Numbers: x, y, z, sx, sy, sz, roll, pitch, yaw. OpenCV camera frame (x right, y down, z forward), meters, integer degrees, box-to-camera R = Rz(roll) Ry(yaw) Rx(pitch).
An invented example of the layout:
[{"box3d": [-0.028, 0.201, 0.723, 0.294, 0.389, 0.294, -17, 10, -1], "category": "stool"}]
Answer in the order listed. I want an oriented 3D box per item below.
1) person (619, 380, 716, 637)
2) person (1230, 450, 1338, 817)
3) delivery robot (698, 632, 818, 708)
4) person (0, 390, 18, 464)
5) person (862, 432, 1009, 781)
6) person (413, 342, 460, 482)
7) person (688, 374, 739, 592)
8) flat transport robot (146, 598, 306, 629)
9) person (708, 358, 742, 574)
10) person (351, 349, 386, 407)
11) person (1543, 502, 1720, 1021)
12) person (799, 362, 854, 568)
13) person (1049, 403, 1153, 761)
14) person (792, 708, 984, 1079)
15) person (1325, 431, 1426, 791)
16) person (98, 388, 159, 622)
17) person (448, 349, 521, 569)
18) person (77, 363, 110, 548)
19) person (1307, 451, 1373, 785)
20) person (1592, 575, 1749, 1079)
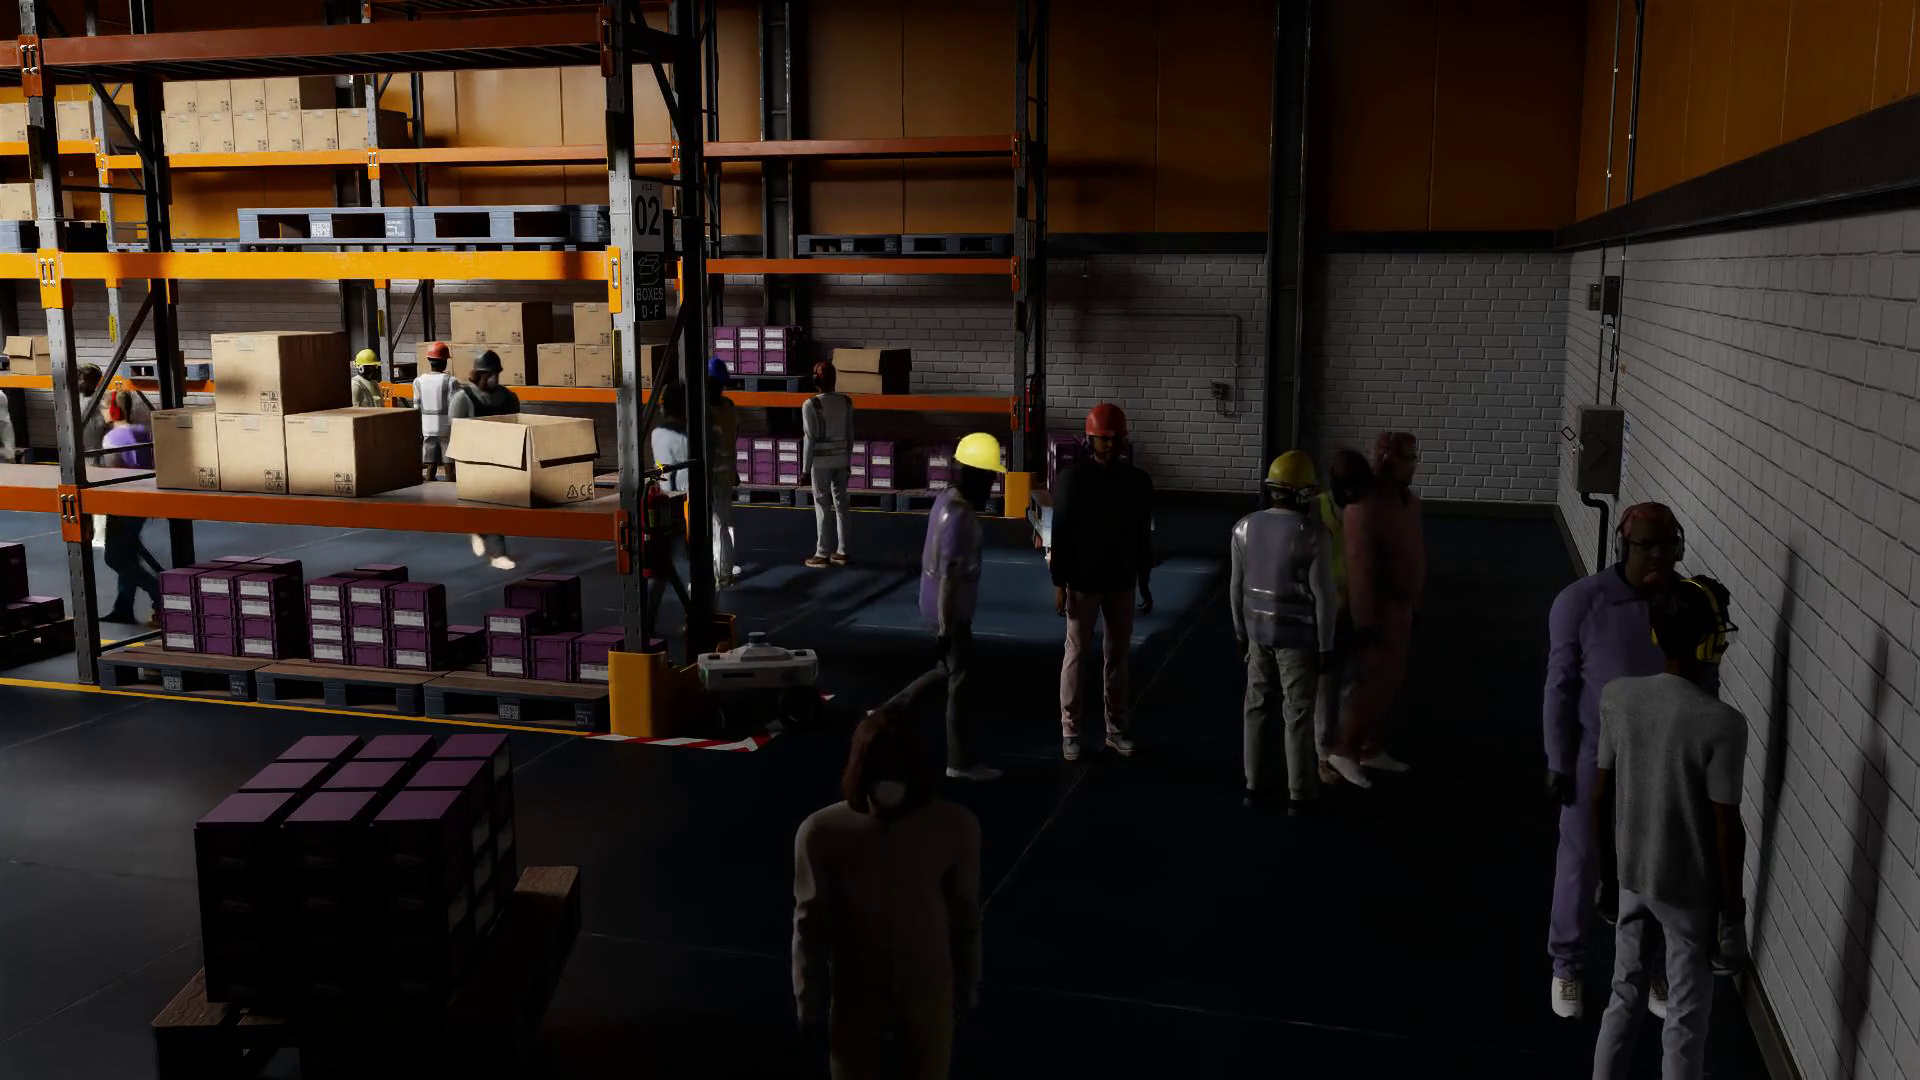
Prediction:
[{"box3d": [-2.161, -0.223, 12.328, 0.896, 1.905, 0.664, 6, 11, 31], "category": "person"}, {"box3d": [1.639, 0.464, 8.365, 0.404, 1.835, 0.590, -9, 13, -43], "category": "person"}, {"box3d": [-1.213, 0.793, 9.962, 0.707, 0.478, 0.477, -1, 9, -10], "category": "delivery robot"}, {"box3d": [-9.283, -0.789, 15.782, 0.911, 1.901, 0.646, 7, 12, 36], "category": "person"}, {"box3d": [-0.120, 0.367, 8.787, 0.742, 1.887, 0.627, -1, 9, -4], "category": "person"}, {"box3d": [-5.623, -1.173, 18.028, 0.552, 1.937, 0.356, 2, 10, 12], "category": "person"}, {"box3d": [-2.122, -0.484, 14.122, 0.429, 1.845, 0.622, 3, 10, 19], "category": "person"}, {"box3d": [-5.323, 0.560, 12.533, 1.431, 0.197, 0.652, 3, 10, 19], "category": "flat transport robot"}, {"box3d": [-2.187, -0.637, 14.730, 0.385, 1.949, 0.601, 6, 11, 34], "category": "person"}, {"box3d": [-6.607, -1.215, 18.605, 0.403, 1.830, 0.599, 1, 9, 3], "category": "person"}, {"box3d": [2.446, 0.807, 6.048, 0.636, 1.911, 0.405, 0, 9, 2], "category": "person"}, {"box3d": [-1.213, -0.683, 15.208, 0.572, 1.883, 0.355, -9, 13, -42], "category": "person"}, {"box3d": [0.797, 0.232, 9.293, 0.608, 1.995, 0.377, -3, 10, -17], "category": "person"}, {"box3d": [-0.199, 1.207, 4.516, 0.509, 1.615, 0.632, -1, 9, -7], "category": "person"}, {"box3d": [2.265, 0.364, 8.909, 0.410, 1.884, 0.735, 7, 11, 35], "category": "person"}, {"box3d": [-6.355, -0.249, 12.715, 0.674, 1.830, 0.588, 0, 9, 1], "category": "person"}, {"box3d": [-4.366, -0.787, 15.363, 0.913, 2.000, 0.685, 9, 13, 43], "category": "person"}, {"box3d": [-8.394, -0.793, 16.064, 0.691, 1.836, 0.314, 7, 11, 36], "category": "person"}, {"box3d": [2.066, 0.389, 9.021, 0.632, 1.788, 0.678, -1, 9, -7], "category": "person"}, {"box3d": [2.071, 1.025, 4.835, 0.329, 1.872, 0.510, -5, 11, -29], "category": "person"}]
